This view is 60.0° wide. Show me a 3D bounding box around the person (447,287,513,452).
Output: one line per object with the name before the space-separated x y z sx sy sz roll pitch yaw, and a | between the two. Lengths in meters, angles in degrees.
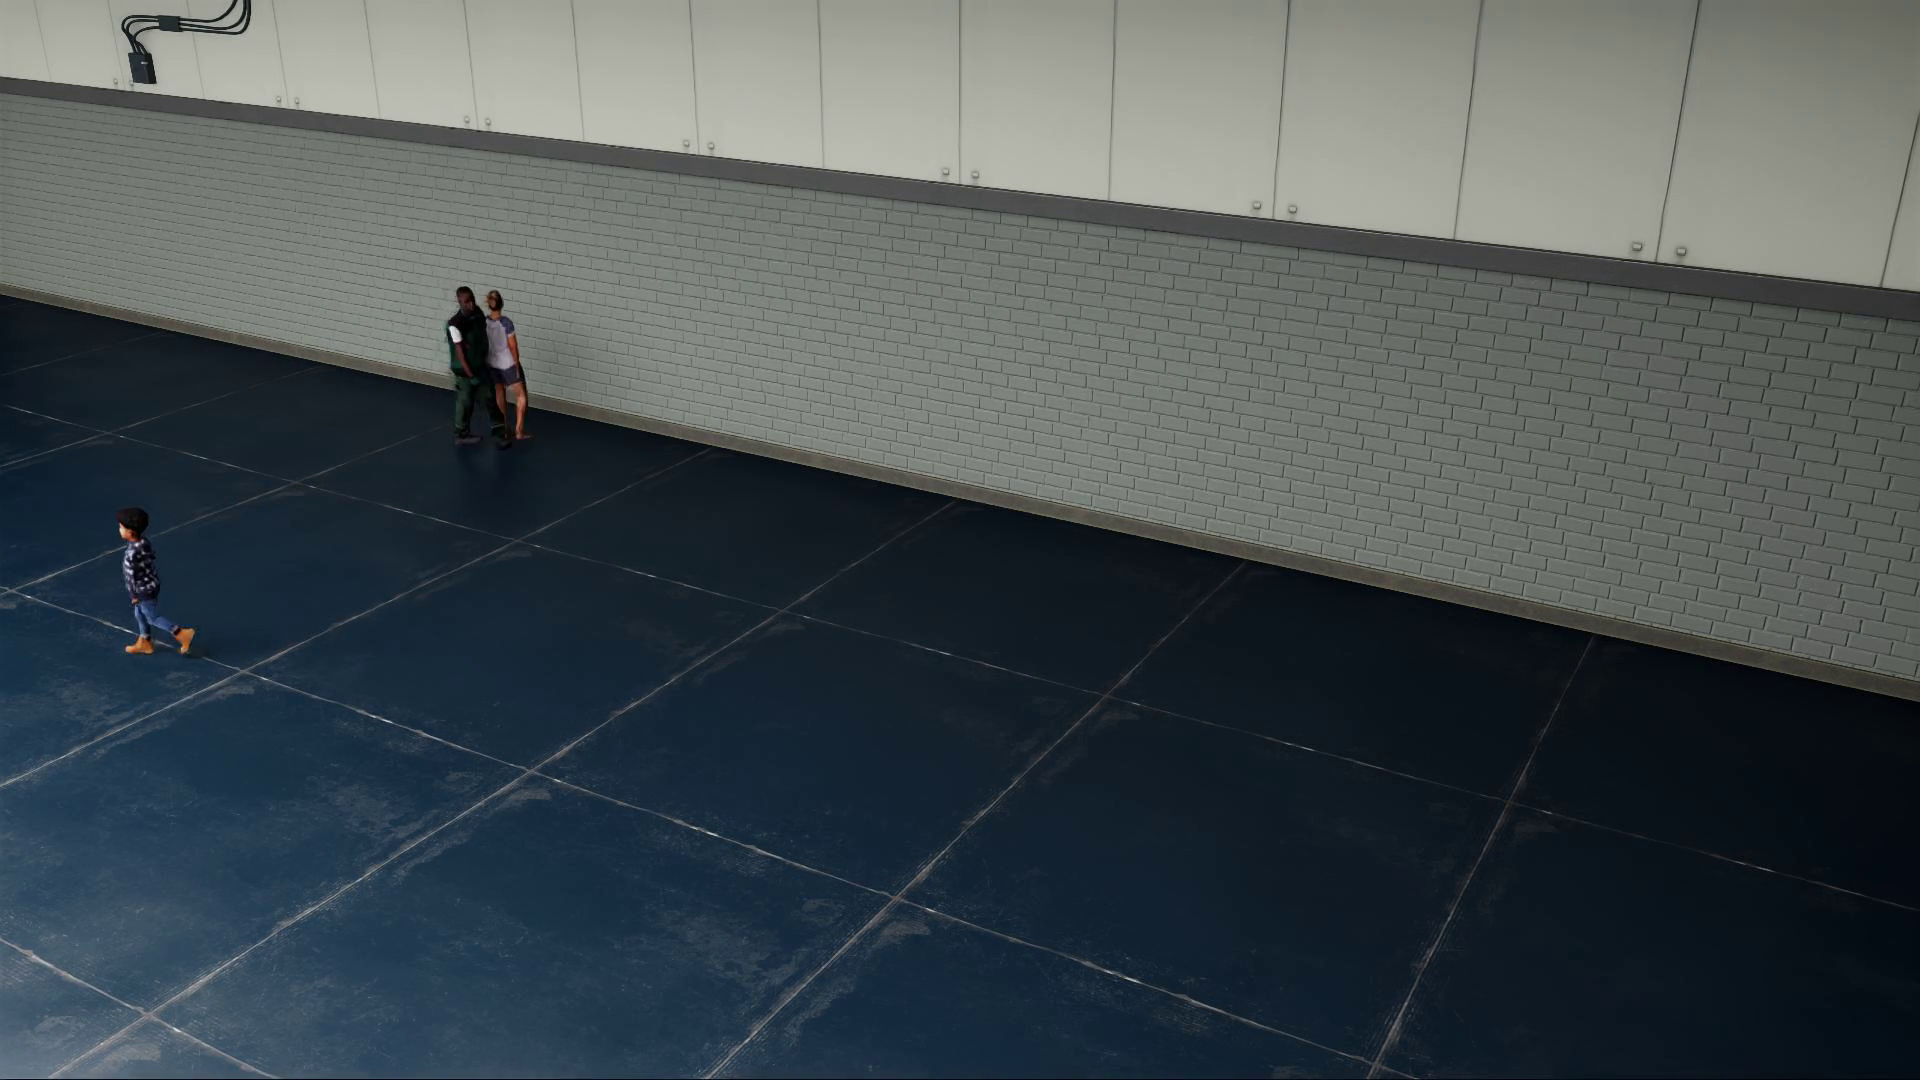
person | -5.114 -1.768 17.248 0.813 1.774 0.992 8 24 17

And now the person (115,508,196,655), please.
person | -6.319 0.345 12.968 0.825 1.235 0.816 -2 23 -6

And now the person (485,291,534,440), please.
person | -4.848 -1.828 17.593 0.699 1.614 0.671 7 24 17
